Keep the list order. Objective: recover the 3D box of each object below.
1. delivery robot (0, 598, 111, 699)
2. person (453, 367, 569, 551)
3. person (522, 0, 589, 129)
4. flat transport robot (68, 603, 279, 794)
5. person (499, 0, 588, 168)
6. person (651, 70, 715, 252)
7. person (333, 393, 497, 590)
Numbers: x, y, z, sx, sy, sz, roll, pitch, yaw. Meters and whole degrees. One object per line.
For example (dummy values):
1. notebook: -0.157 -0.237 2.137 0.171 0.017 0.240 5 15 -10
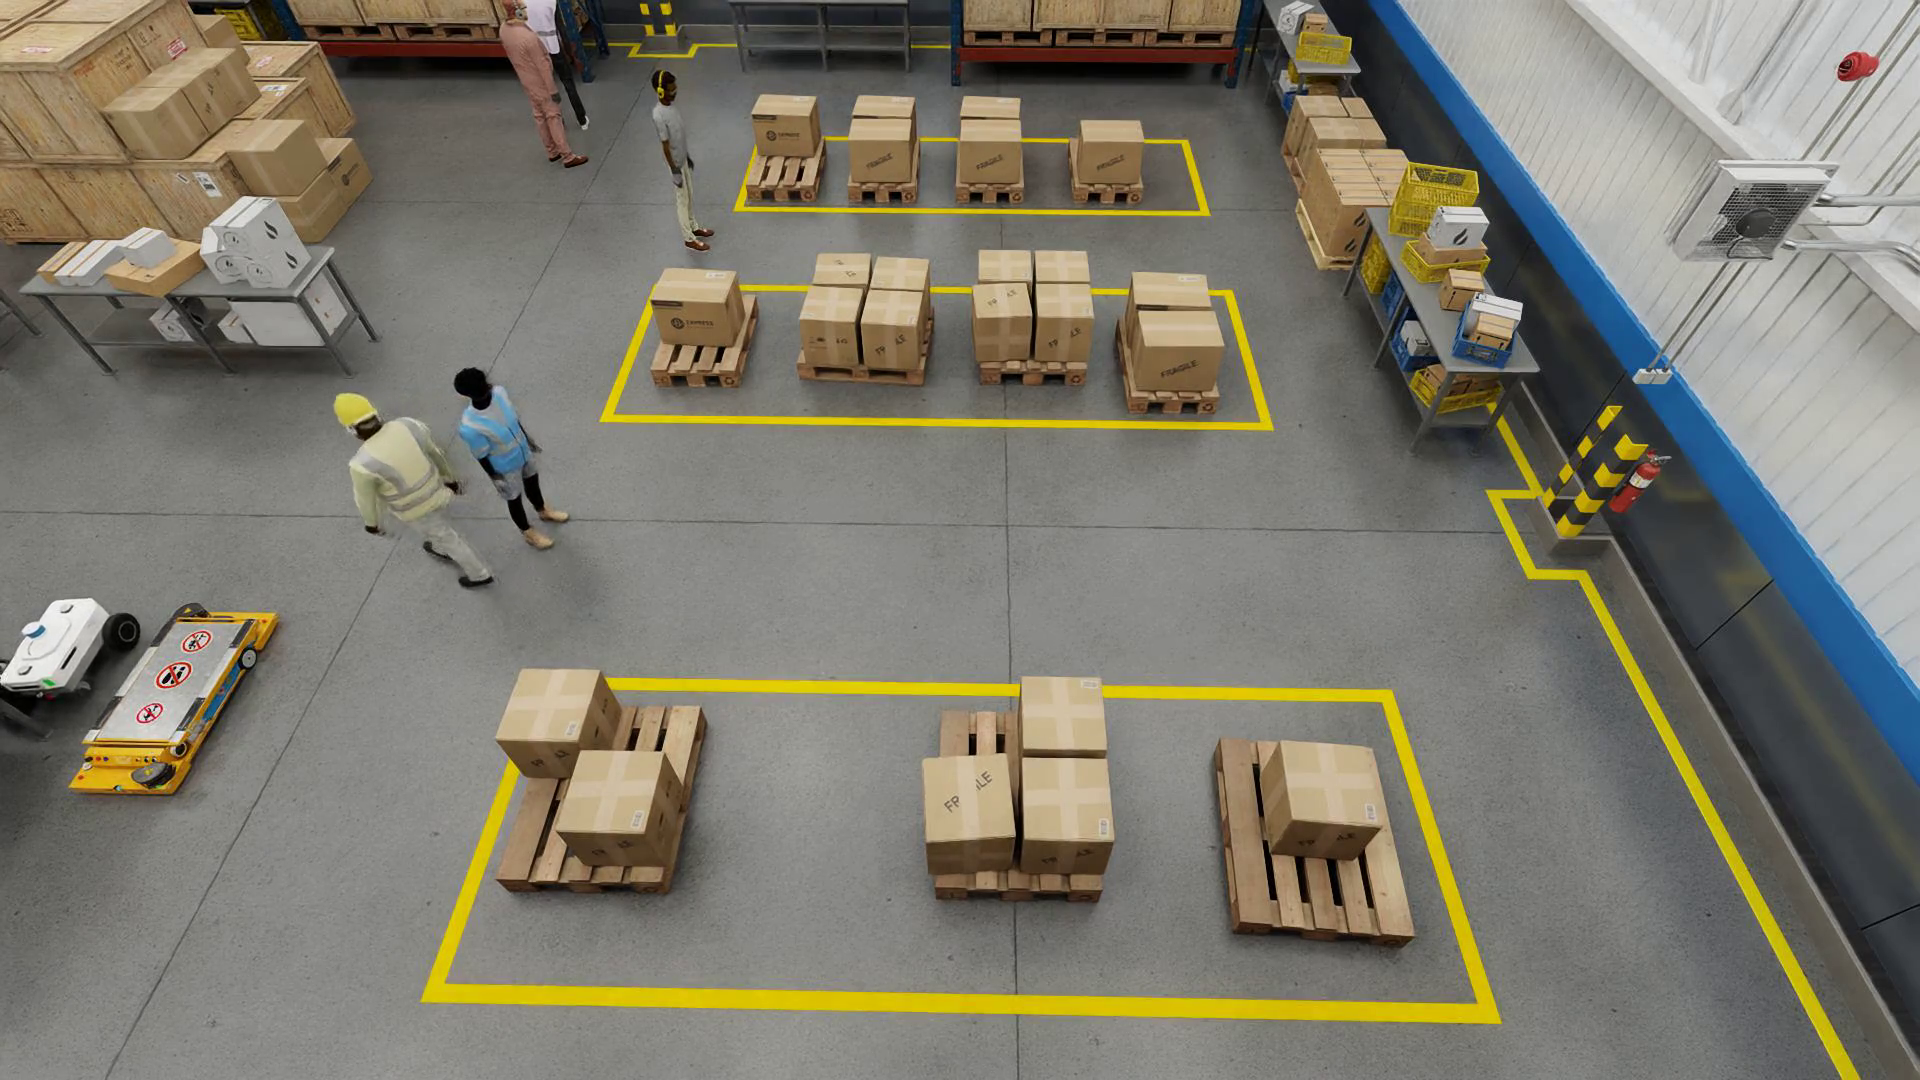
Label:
1. delivery robot: -6.370 0.758 6.464 0.477 0.478 0.707 -3 50 -3
2. person: -3.415 -0.620 6.945 0.317 1.695 0.540 9 50 8
3. person: -5.145 -6.103 11.453 0.584 1.909 0.391 -12 51 -10
4. flat transport robot: -5.504 1.072 6.442 0.652 0.197 1.431 1 50 1
5. person: -4.973 -5.419 10.869 0.639 1.911 0.406 31 56 23
6. person: -2.951 -3.990 9.690 0.329 1.865 0.515 1 50 1
7. person: -4.015 -0.317 6.627 0.840 1.782 0.624 12 51 10
